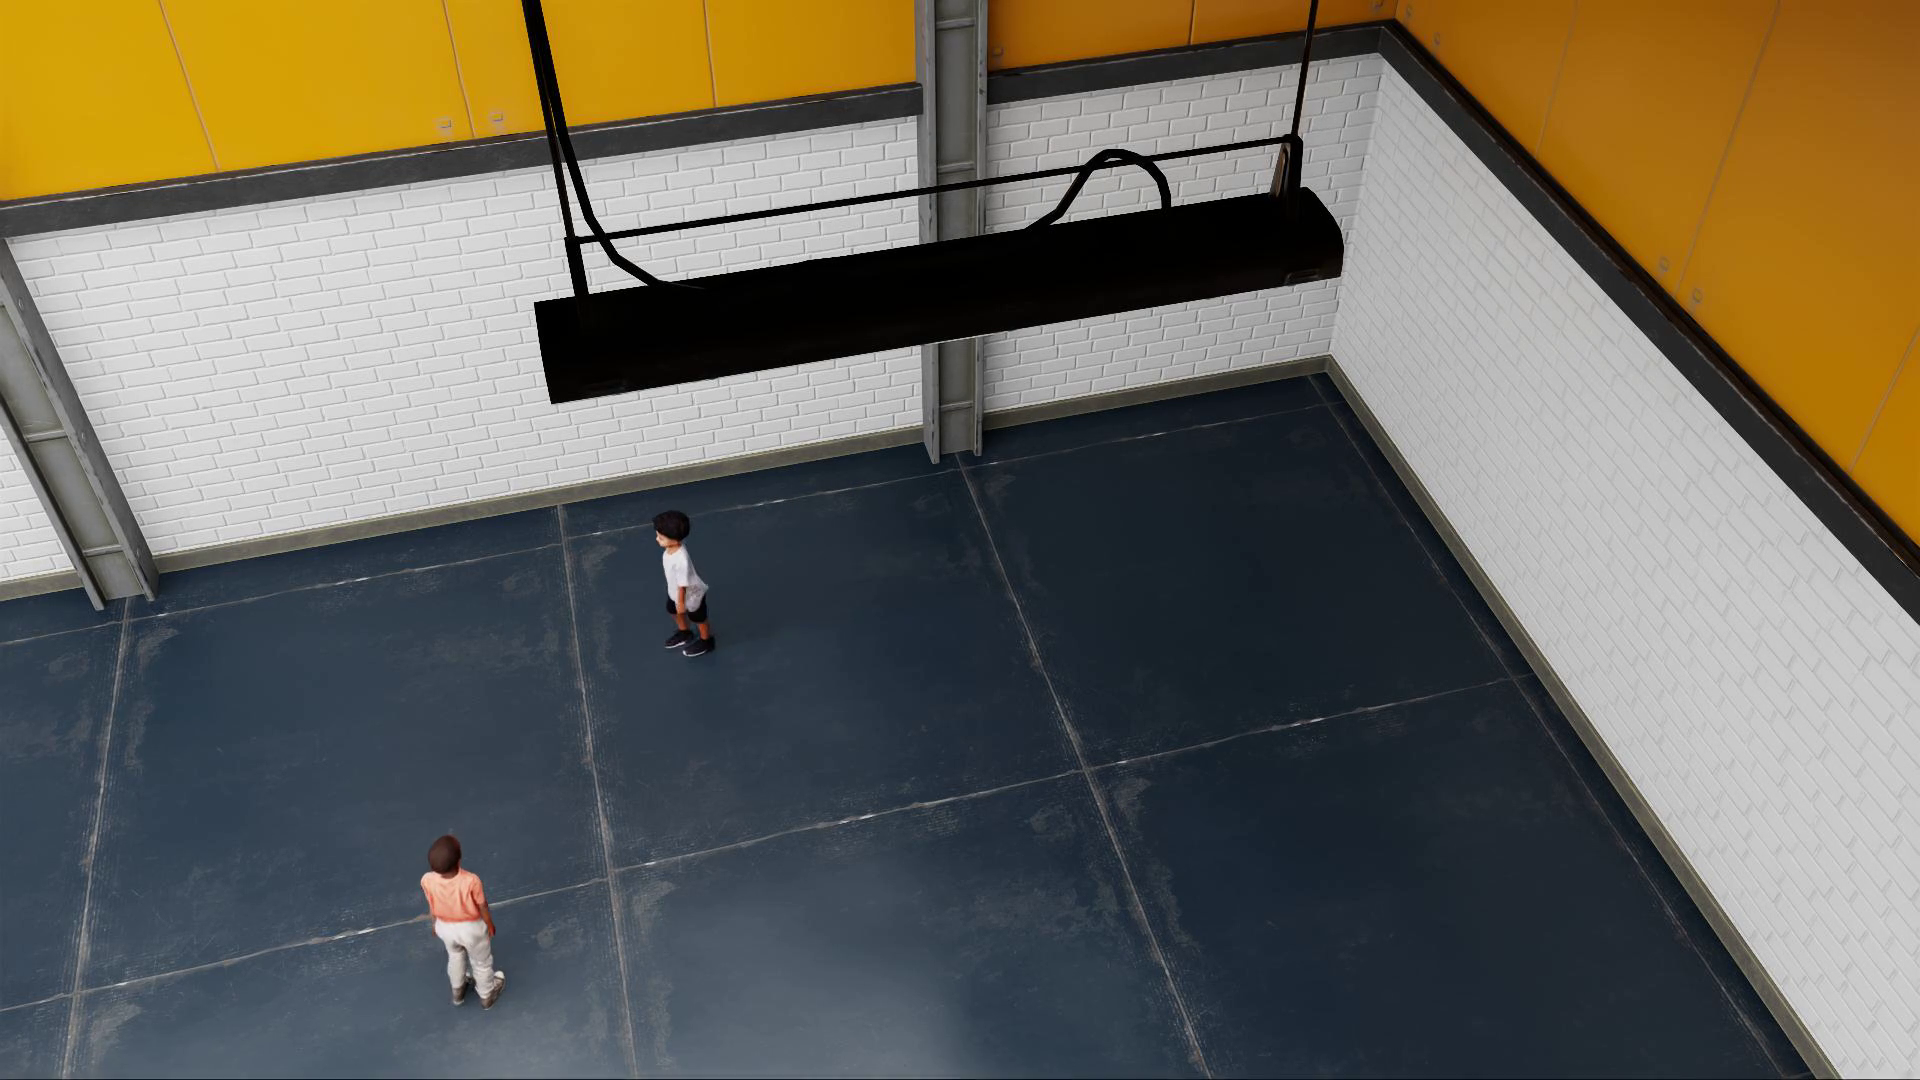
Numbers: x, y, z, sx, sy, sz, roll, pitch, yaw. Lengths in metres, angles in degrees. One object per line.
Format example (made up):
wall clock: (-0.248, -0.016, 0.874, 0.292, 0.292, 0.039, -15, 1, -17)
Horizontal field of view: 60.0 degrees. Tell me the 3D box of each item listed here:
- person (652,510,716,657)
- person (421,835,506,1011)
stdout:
person: (-1.733, 0.278, 10.868, 0.590, 1.245, 0.530, -19, 47, -19)
person: (-2.688, 2.085, 8.931, 0.536, 1.299, 0.621, 2, 44, 2)
